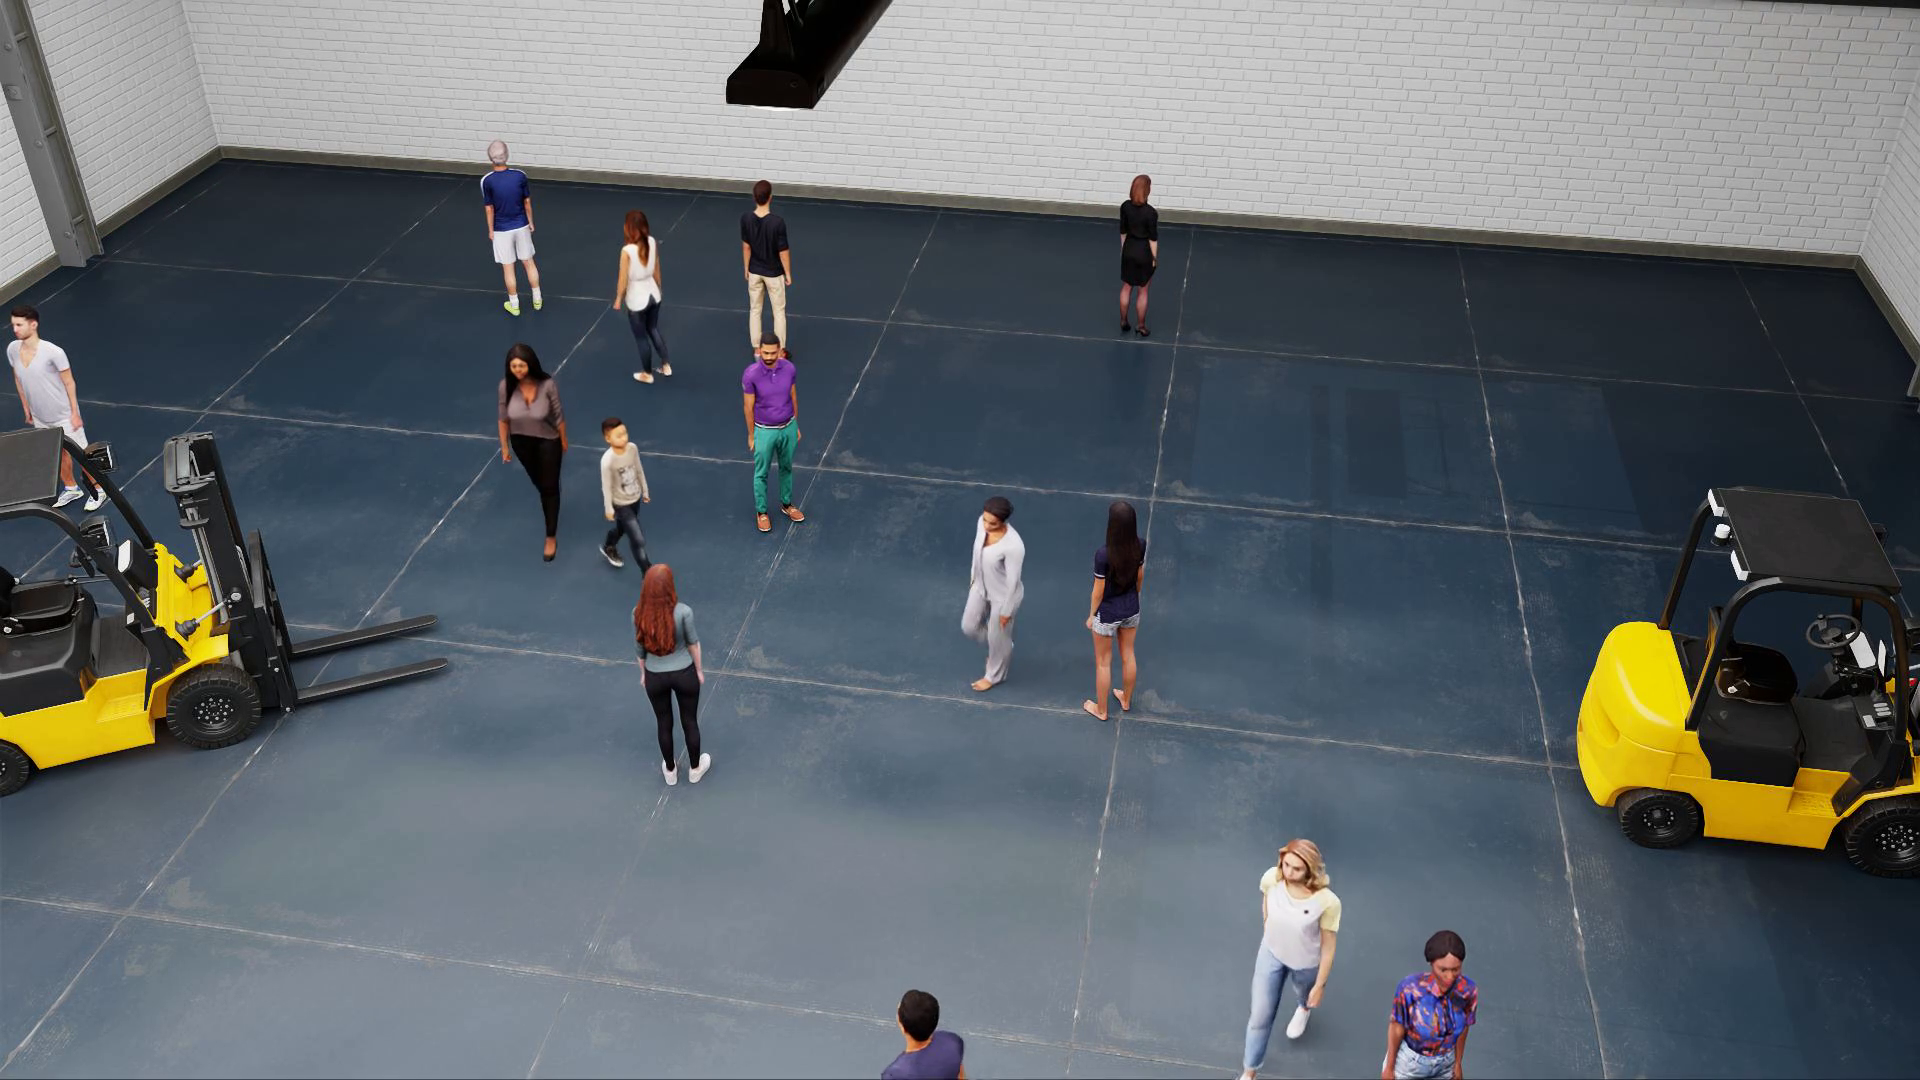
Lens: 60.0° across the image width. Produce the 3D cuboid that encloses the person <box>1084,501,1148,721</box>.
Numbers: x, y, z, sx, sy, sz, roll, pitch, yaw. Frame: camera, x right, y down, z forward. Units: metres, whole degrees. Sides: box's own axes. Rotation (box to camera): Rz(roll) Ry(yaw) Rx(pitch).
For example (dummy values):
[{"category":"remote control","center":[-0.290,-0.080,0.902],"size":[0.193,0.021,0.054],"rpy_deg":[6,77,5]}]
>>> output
[{"category":"person","center":[1.089,0.499,11.602],"size":[0.659,1.766,0.697],"rpy_deg":[-16,37,-23]}]

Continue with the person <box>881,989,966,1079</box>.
[{"category":"person","center":[-0.124,2.888,8.008],"size":[1.061,1.768,1.094],"rpy_deg":[-24,41,-32]}]

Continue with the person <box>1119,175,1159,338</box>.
[{"category":"person","center":[1.783,-2.848,16.693],"size":[0.656,1.706,0.652],"rpy_deg":[24,40,31]}]

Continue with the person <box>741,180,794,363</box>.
[{"category":"person","center":[-1.886,-2.593,16.175],"size":[0.633,1.854,0.545],"rpy_deg":[7,34,11]}]

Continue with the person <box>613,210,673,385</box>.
[{"category":"person","center":[-2.960,-2.260,15.743],"size":[0.776,1.778,0.672],"rpy_deg":[22,40,30]}]

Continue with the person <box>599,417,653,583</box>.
[{"category":"person","center":[-2.692,-0.331,13.141],"size":[0.836,1.446,0.989],"rpy_deg":[17,37,24]}]

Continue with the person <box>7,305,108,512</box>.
[{"category":"person","center":[-7.601,-1.115,13.950],"size":[0.666,1.855,0.547],"rpy_deg":[6,34,9]}]

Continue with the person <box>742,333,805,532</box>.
[{"category":"person","center":[-1.545,-0.924,13.743],"size":[0.702,1.767,0.737],"rpy_deg":[-16,37,-23]}]

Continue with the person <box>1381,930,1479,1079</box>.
[{"category":"person","center":[2.328,2.636,8.412],"size":[0.642,1.741,0.606],"rpy_deg":[-3,34,-5]}]

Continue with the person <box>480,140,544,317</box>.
[{"category":"person","center":[-4.633,-3.223,17.140],"size":[0.705,1.836,0.755],"rpy_deg":[-19,38,-26]}]

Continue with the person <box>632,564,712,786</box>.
[{"category":"person","center":[-1.914,0.902,11.017],"size":[0.619,1.743,0.599],"rpy_deg":[-1,34,-1]}]

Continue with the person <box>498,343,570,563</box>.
[{"category":"person","center":[-3.432,-0.802,13.542],"size":[0.807,1.786,1.191],"rpy_deg":[0,34,0]}]

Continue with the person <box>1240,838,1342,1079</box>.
[{"category":"person","center":[1.866,2.231,9.084],"size":[0.900,1.671,1.213],"rpy_deg":[18,38,25]}]

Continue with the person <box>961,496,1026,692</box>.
[{"category":"person","center":[0.332,0.345,11.884],"size":[0.926,1.712,0.869],"rpy_deg":[-19,38,-26]}]
